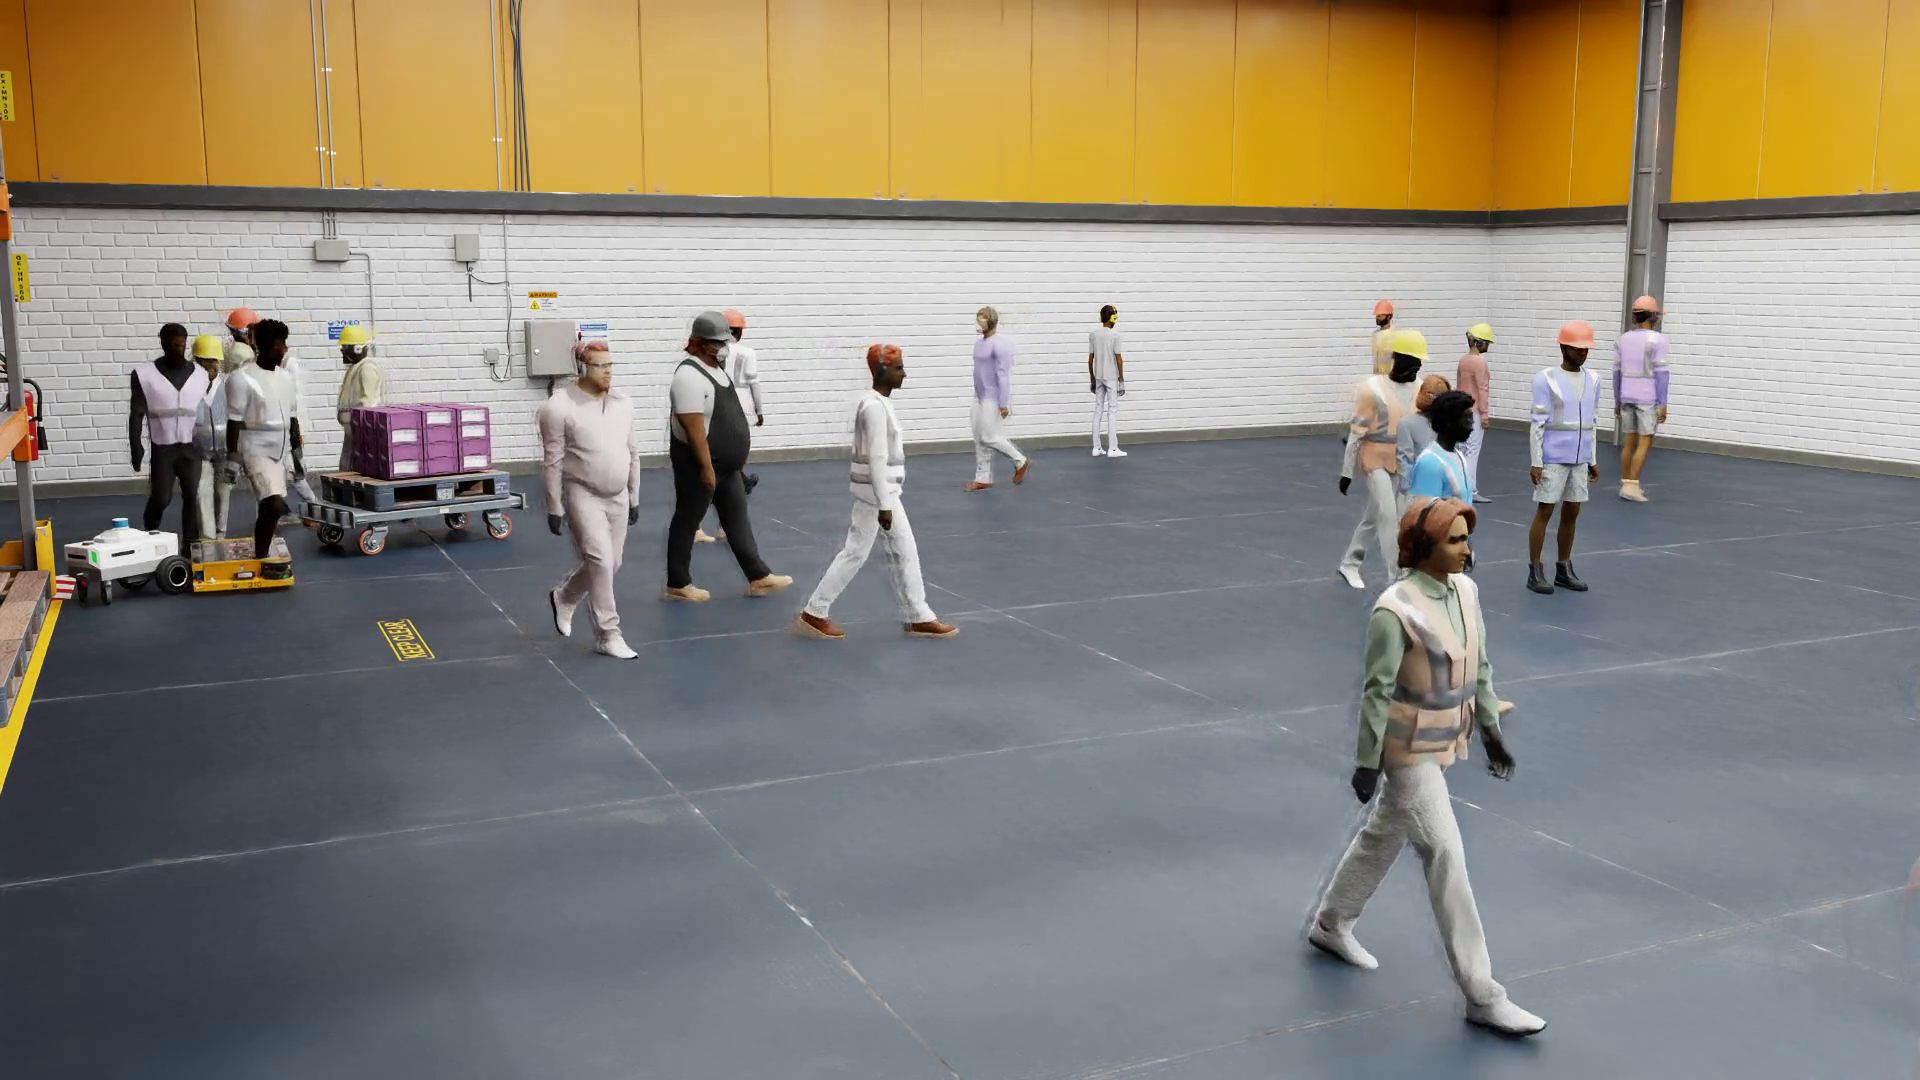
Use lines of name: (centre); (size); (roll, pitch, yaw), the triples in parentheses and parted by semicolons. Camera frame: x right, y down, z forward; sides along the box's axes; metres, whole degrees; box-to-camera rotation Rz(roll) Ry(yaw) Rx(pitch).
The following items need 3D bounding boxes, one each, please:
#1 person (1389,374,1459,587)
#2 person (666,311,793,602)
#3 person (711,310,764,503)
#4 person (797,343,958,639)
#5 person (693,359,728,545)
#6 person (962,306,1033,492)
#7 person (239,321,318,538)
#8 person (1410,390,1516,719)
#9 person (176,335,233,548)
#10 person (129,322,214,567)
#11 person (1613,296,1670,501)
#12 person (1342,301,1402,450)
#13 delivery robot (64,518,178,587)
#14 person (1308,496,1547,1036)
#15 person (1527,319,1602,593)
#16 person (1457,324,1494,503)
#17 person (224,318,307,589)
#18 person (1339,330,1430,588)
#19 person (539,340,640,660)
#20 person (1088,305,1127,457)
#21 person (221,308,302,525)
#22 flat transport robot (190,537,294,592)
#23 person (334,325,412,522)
person: (3.101, -0.299, 11.026); (0.510, 1.591, 0.838); (-2, 9, -12)
person: (-1.612, -0.573, 11.340); (0.941, 2.000, 0.706); (2, 9, 12)
person: (-2.224, -1.318, 16.432); (0.564, 1.878, 1.037); (4, 10, 21)
person: (-0.545, -0.286, 10.204); (0.983, 1.842, 0.594); (1, 9, 4)
person: (-2.029, -0.785, 13.803); (0.583, 1.673, 0.537); (-7, 11, -37)
person: (0.359, -1.443, 17.113); (0.640, 1.922, 0.633); (-4, 10, -21)
person: (-5.831, -0.943, 14.199); (0.592, 1.864, 0.786); (2, 9, 10)
person: (2.521, 0.064, 8.521); (0.714, 1.664, 0.549); (5, 10, 29)
person: (-5.797, -0.693, 12.900); (0.603, 1.777, 0.952); (-6, 11, -34)
person: (-6.069, -0.732, 12.780); (0.611, 1.892, 0.673); (-8, 12, -42)
person: (6.719, -1.377, 16.486); (0.488, 2.047, 0.629); (-5, 10, -28)
person: (5.337, -2.068, 21.052); (0.995, 1.889, 0.544); (-6, 11, -31)
delivery robot: (-5.800, 0.093, 11.516); (0.477, 0.478, 0.707); (4, 10, 26)
person: (1.435, 0.651, 5.143); (0.877, 1.594, 0.517); (8, 12, 40)
person: (4.284, -0.583, 11.729); (0.552, 1.932, 0.377); (-3, 10, -17)
person: (5.071, -1.247, 16.399); (0.322, 1.761, 0.522); (-2, 9, -10)
person: (-4.925, -0.609, 11.899); (0.578, 1.933, 0.622); (2, 9, 13)
person: (2.953, -0.523, 11.605); (0.633, 1.873, 1.016); (-5, 11, -30)
person: (-2.220, -0.256, 9.909); (0.820, 1.880, 0.640); (7, 11, 37)
person: (1.810, -1.949, 20.437); (0.521, 1.862, 0.327); (8, 12, 40)
person: (-6.373, -1.067, 14.673); (0.963, 1.962, 0.624); (-8, 12, -40)
flat transport robot: (-5.315, 0.158, 12.277); (0.652, 0.197, 1.431); (-4, 10, -25)
person: (-5.280, -1.018, 14.848); (0.833, 1.804, 0.596); (-7, 11, -35)
